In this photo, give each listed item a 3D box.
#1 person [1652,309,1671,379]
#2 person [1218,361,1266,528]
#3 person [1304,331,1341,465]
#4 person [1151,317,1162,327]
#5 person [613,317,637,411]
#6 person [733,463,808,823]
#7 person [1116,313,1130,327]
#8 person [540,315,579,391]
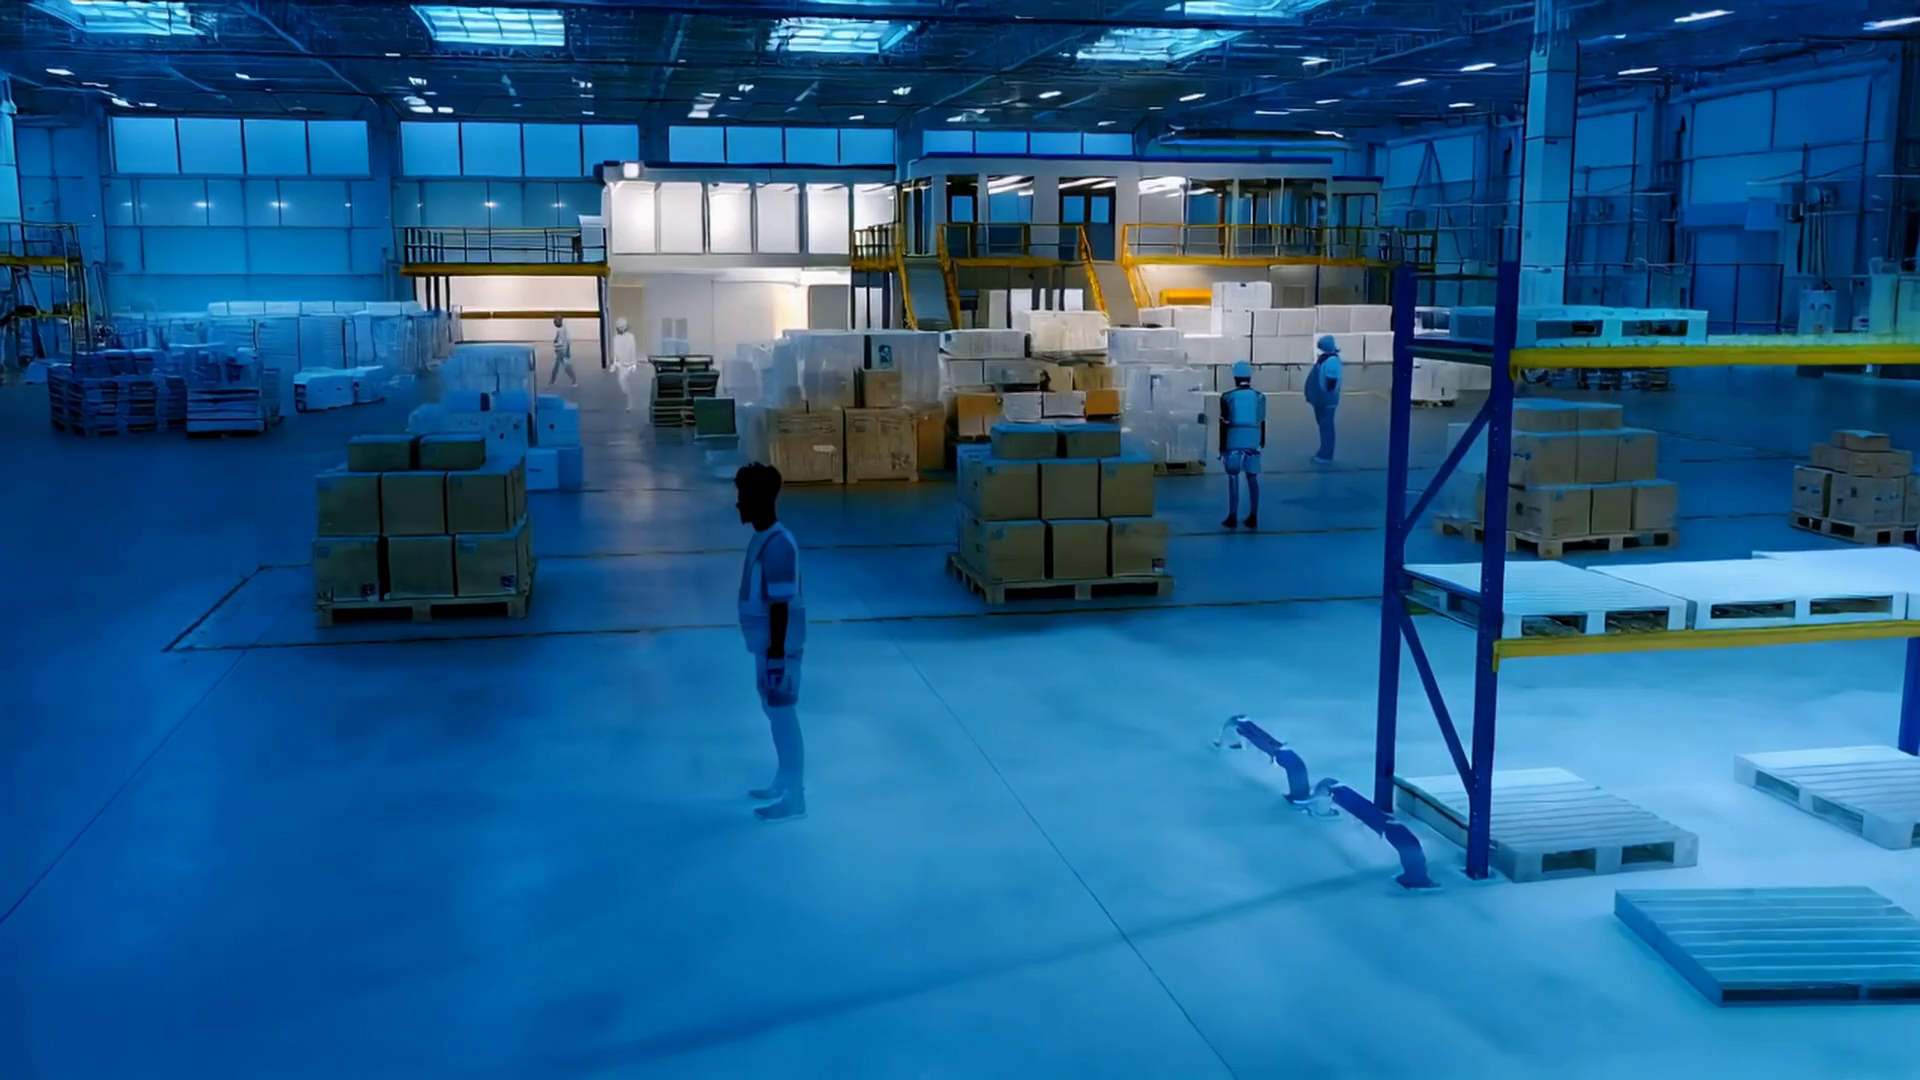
[{"bbox_3d":[18.355,-5.066,43.393,0.499,1.923,0.628,-1,9,-9],"label":"person"},{"bbox_3d":[3.247,-1.102,19.214,0.551,1.932,0.377,-1,9,-8],"label":"person"},{"bbox_3d":[5.515,-2.156,25.319,0.538,2.000,0.682,1,9,4],"label":"person"},{"bbox_3d":[4.253,-3.883,36.165,0.551,1.932,0.378,6,11,32],"label":"person"},{"bbox_3d":[-7.015,-3.657,34.660,0.646,1.972,0.460,9,13,42],"label":"person"},{"bbox_3d":[-1.033,0.550,9.093,0.378,1.958,0.606,-3,10,-15],"label":"person"},{"bbox_3d":[4.202,-4.901,42.644,0.326,1.843,0.516,-9,13,-44],"label":"person"},{"bbox_3d":[-9.759,-4.546,40.522,0.997,1.829,0.593,-4,10,-23],"label":"person"}]
